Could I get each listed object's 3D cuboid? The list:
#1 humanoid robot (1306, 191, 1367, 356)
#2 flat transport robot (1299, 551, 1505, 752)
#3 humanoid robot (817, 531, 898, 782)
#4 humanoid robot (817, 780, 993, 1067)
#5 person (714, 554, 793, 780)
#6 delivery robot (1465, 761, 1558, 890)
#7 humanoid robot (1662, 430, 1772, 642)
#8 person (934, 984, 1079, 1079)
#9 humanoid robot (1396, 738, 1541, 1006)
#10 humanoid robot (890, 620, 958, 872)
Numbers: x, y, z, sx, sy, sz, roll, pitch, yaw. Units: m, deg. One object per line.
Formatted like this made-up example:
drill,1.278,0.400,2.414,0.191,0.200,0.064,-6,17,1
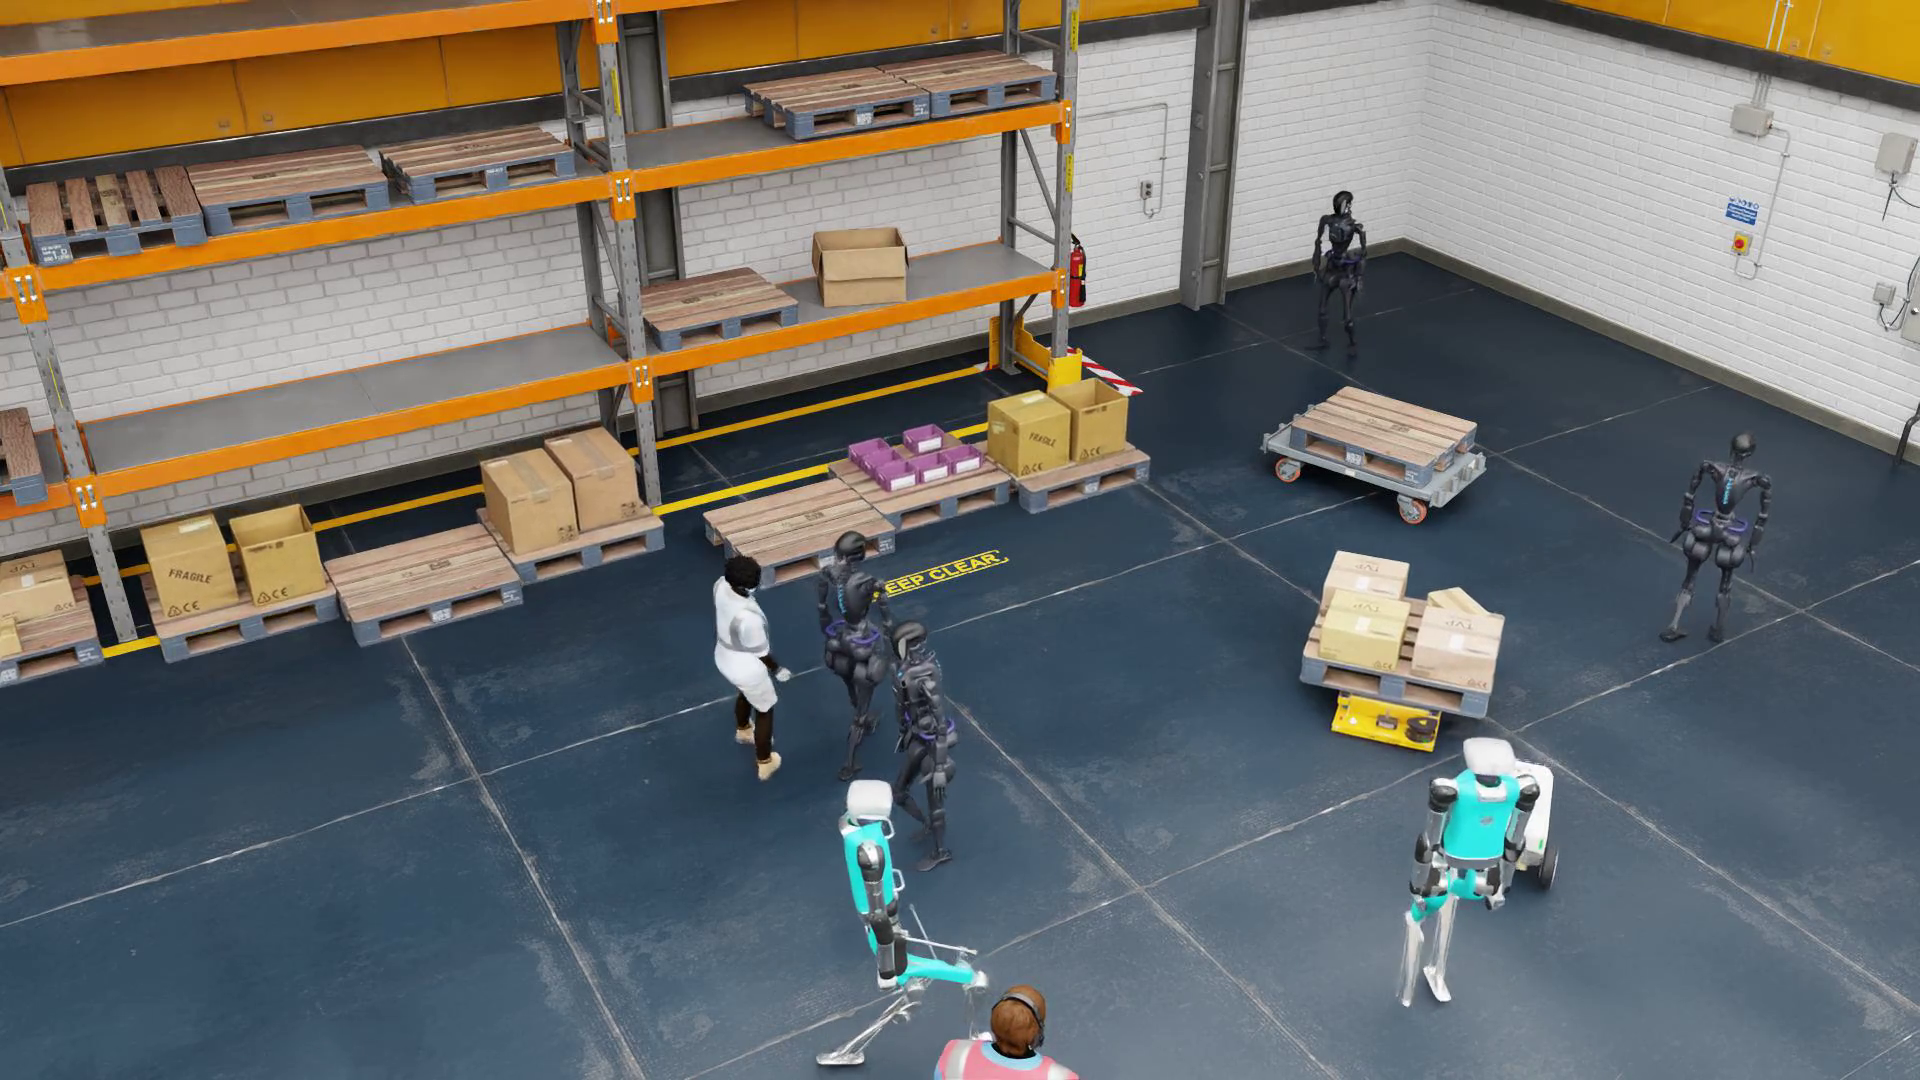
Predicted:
humanoid robot,3.697,-2.607,16.155,0.612,1.639,0.387,24,38,36
flat transport robot,2.997,0.923,11.340,0.659,0.231,1.431,11,31,19
humanoid robot,-0.609,0.661,10.398,0.599,1.628,0.714,18,34,28
humanoid robot,-0.202,1.916,8.161,1.077,1.771,0.567,-6,30,-10
person,-1.319,0.743,10.255,0.392,1.649,0.647,-19,34,-29
delivery robot,3.274,1.630,9.775,0.499,0.572,0.747,10,31,18
humanoid robot,5.279,-0.014,11.598,0.585,1.656,0.470,18,34,28
person,0.210,2.564,6.853,0.630,1.837,0.431,9,31,16
humanoid robot,2.522,1.664,8.548,0.530,1.804,0.709,-1,29,-2
humanoid robot,-0.199,1.178,9.459,0.336,1.644,0.609,-14,32,-23
